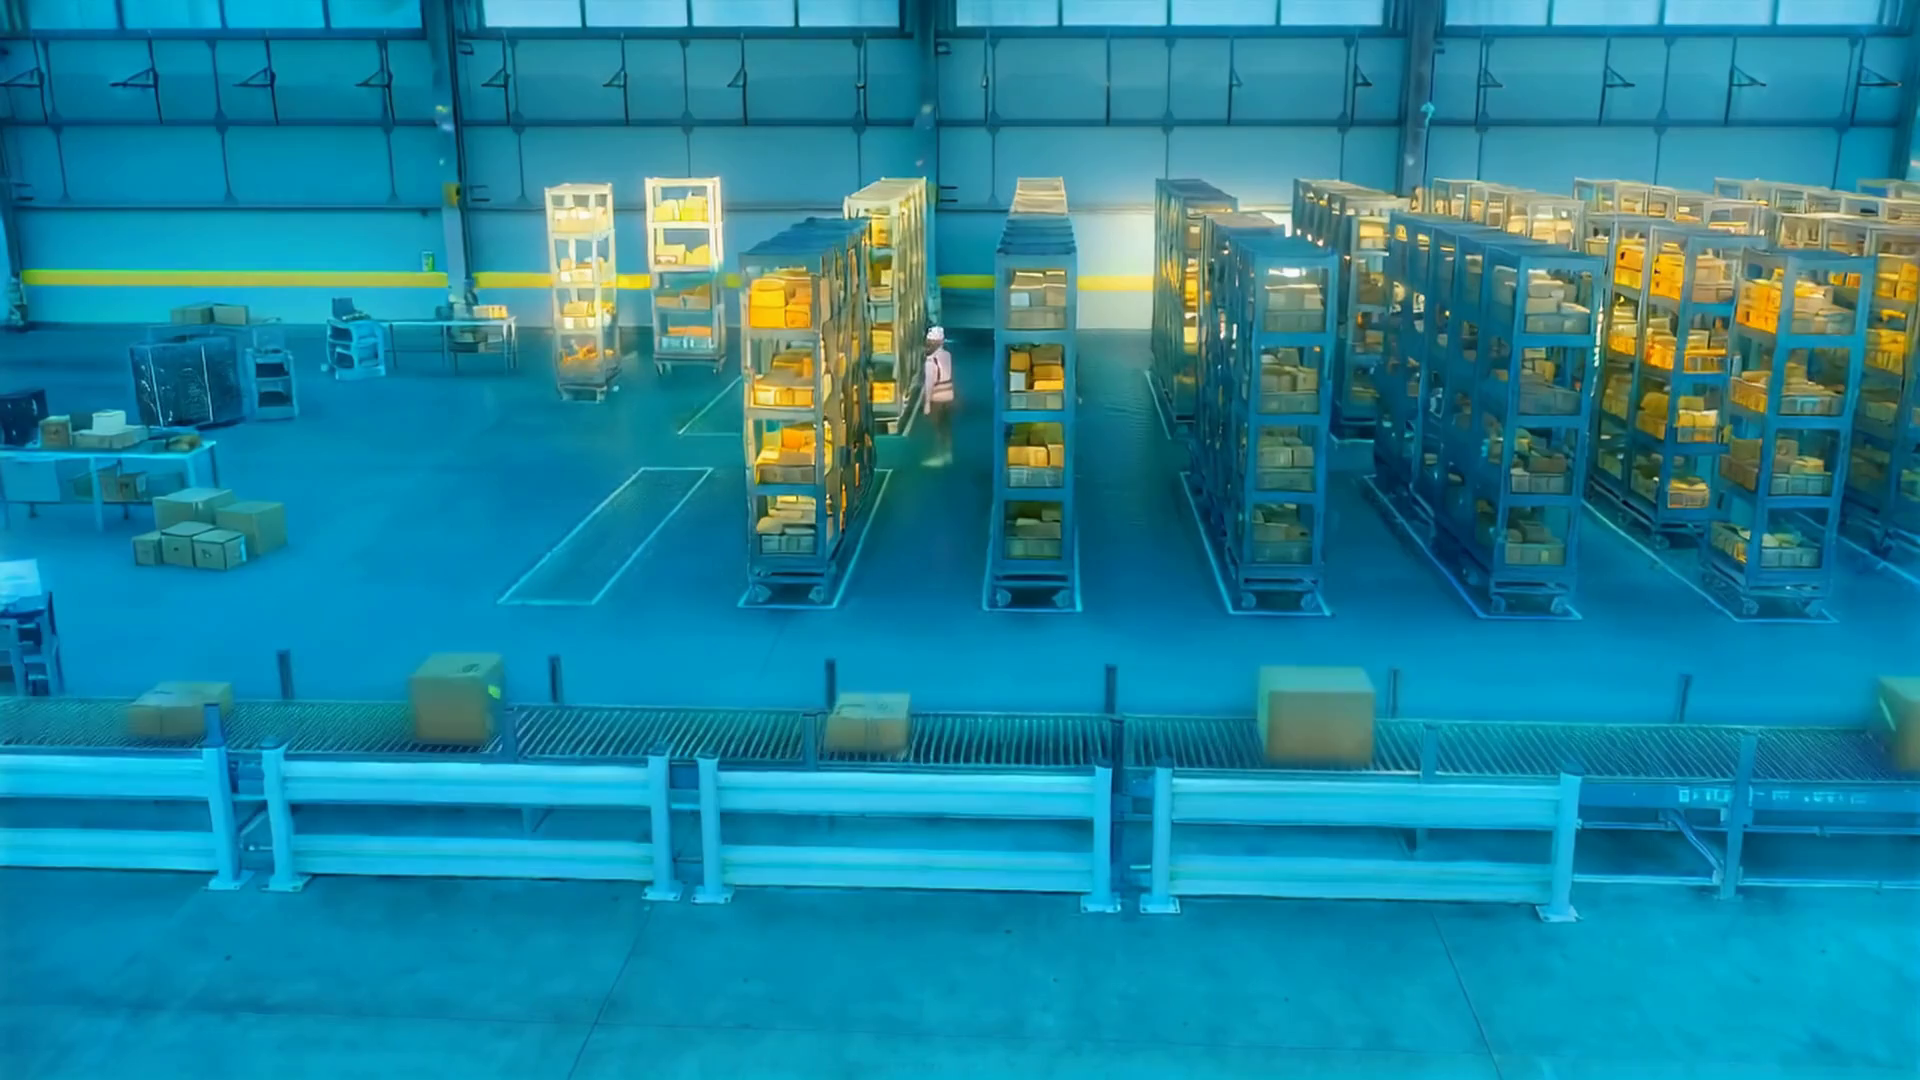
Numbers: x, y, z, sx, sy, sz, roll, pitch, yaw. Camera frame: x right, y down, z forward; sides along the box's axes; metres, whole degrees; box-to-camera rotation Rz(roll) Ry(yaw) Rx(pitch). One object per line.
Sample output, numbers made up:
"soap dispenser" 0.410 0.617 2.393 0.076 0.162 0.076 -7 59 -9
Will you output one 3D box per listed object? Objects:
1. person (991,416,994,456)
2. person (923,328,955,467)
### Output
"person" 0.665 -2.093 23.885 0.587 1.803 0.626 5 16 17
"person" -0.305 -1.994 23.245 0.393 1.949 0.602 10 18 32
